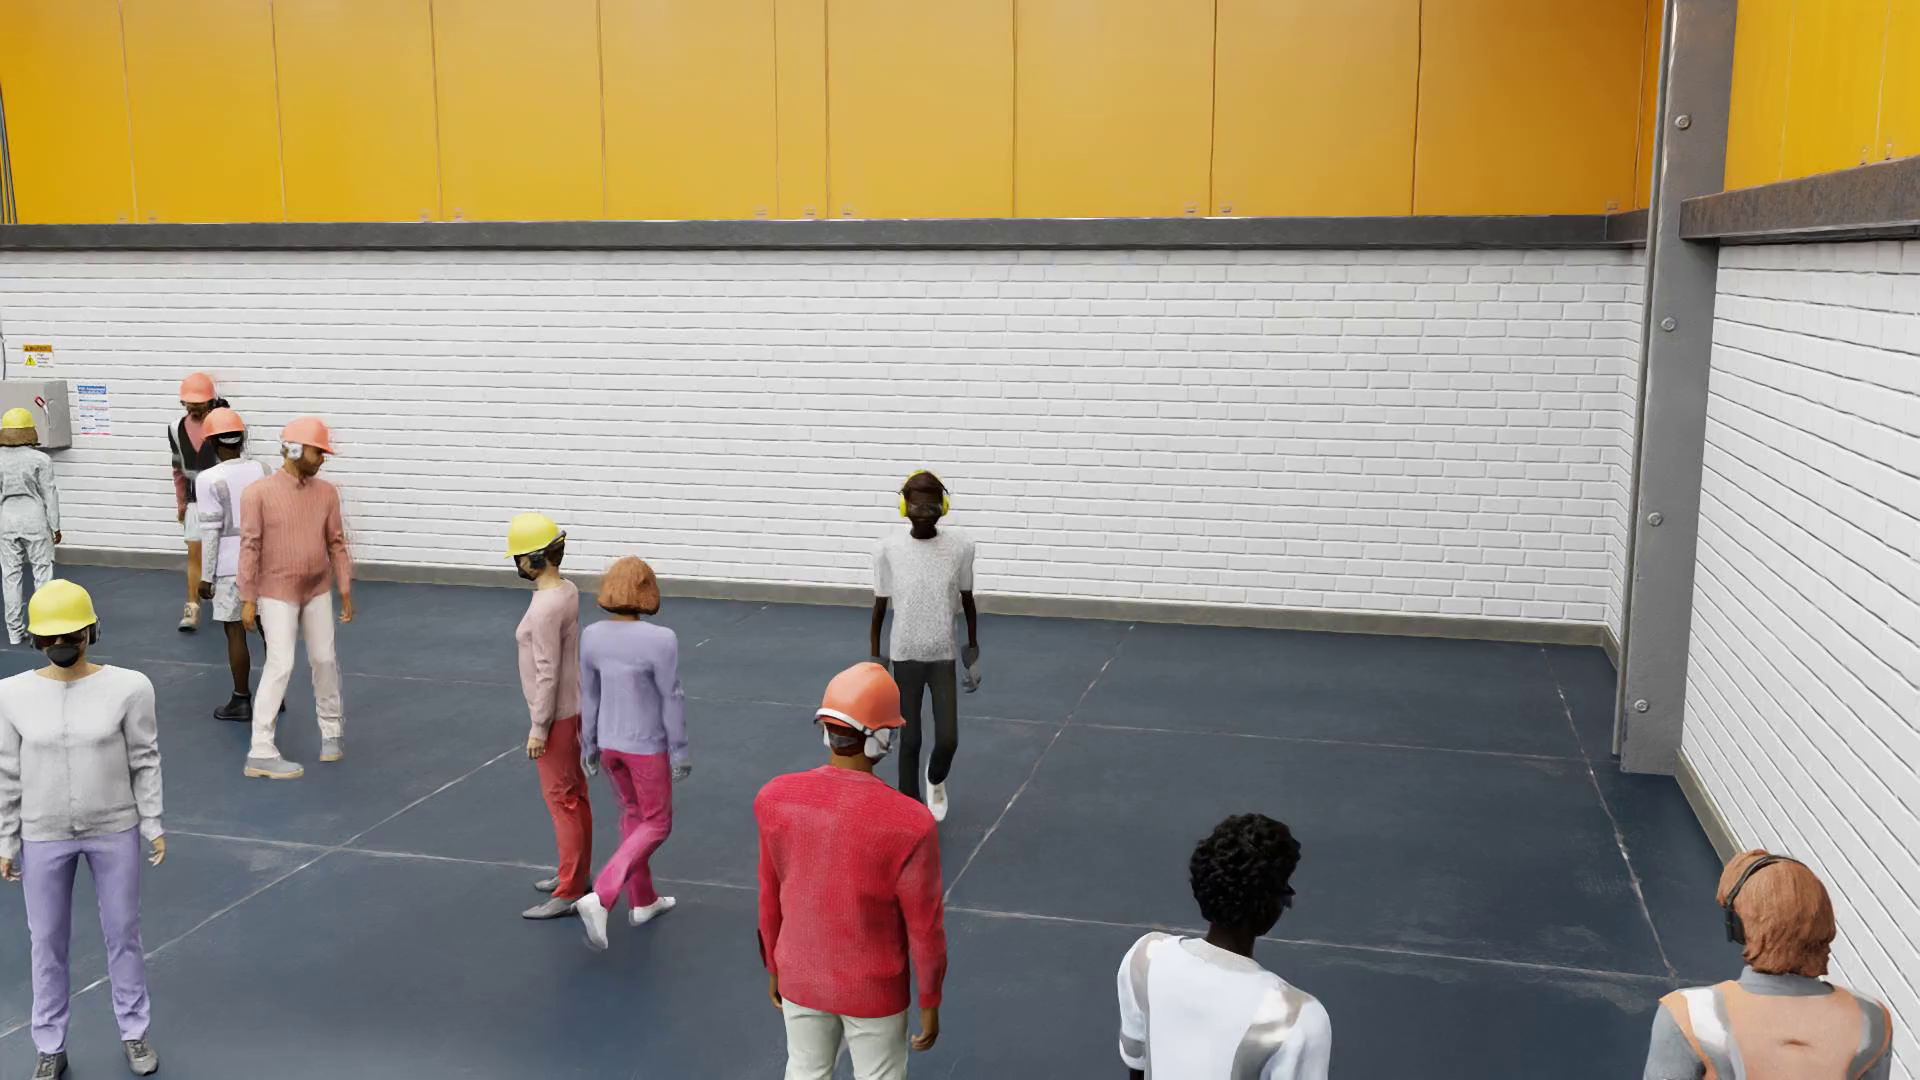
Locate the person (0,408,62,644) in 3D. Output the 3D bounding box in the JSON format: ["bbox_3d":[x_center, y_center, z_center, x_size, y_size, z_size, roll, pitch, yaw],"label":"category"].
[{"bbox_3d":[-6.881,-0.103,12.258,0.493,1.741,0.309,-1,10,-7],"label":"person"}]

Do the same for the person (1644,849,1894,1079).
[{"bbox_3d":[1.648,1.449,3.458,0.524,1.630,0.313,-1,10,-5],"label":"person"}]

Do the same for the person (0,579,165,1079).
[{"bbox_3d":[-3.002,1.001,5.681,0.523,1.769,0.323,-5,11,-25],"label":"person"}]

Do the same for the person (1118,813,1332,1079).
[{"bbox_3d":[0.556,1.405,3.546,0.319,1.686,0.539,-9,13,-43],"label":"person"}]

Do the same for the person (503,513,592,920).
[{"bbox_3d":[-1.774,0.752,7.177,0.327,1.760,0.524,0,10,-2],"label":"person"}]

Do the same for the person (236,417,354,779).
[{"bbox_3d":[-3.713,0.304,9.246,0.432,1.953,0.719,6,11,32],"label":"person"}]

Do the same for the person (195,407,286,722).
[{"bbox_3d":[-4.434,0.152,10.211,0.374,1.928,0.542,6,11,31],"label":"person"}]

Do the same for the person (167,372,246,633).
[{"bbox_3d":[-5.755,-0.313,12.818,0.660,1.984,1.072,1,10,3],"label":"person"}]

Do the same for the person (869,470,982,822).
[{"bbox_3d":[-0.172,0.567,7.994,0.564,1.849,0.479,-1,10,-6],"label":"person"}]

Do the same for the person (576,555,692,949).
[{"bbox_3d":[-1.391,0.870,6.884,0.500,1.612,0.619,6,11,32],"label":"person"}]

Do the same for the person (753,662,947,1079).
[{"bbox_3d":[-0.292,1.196,4.621,0.573,1.739,0.354,4,10,23],"label":"person"}]
